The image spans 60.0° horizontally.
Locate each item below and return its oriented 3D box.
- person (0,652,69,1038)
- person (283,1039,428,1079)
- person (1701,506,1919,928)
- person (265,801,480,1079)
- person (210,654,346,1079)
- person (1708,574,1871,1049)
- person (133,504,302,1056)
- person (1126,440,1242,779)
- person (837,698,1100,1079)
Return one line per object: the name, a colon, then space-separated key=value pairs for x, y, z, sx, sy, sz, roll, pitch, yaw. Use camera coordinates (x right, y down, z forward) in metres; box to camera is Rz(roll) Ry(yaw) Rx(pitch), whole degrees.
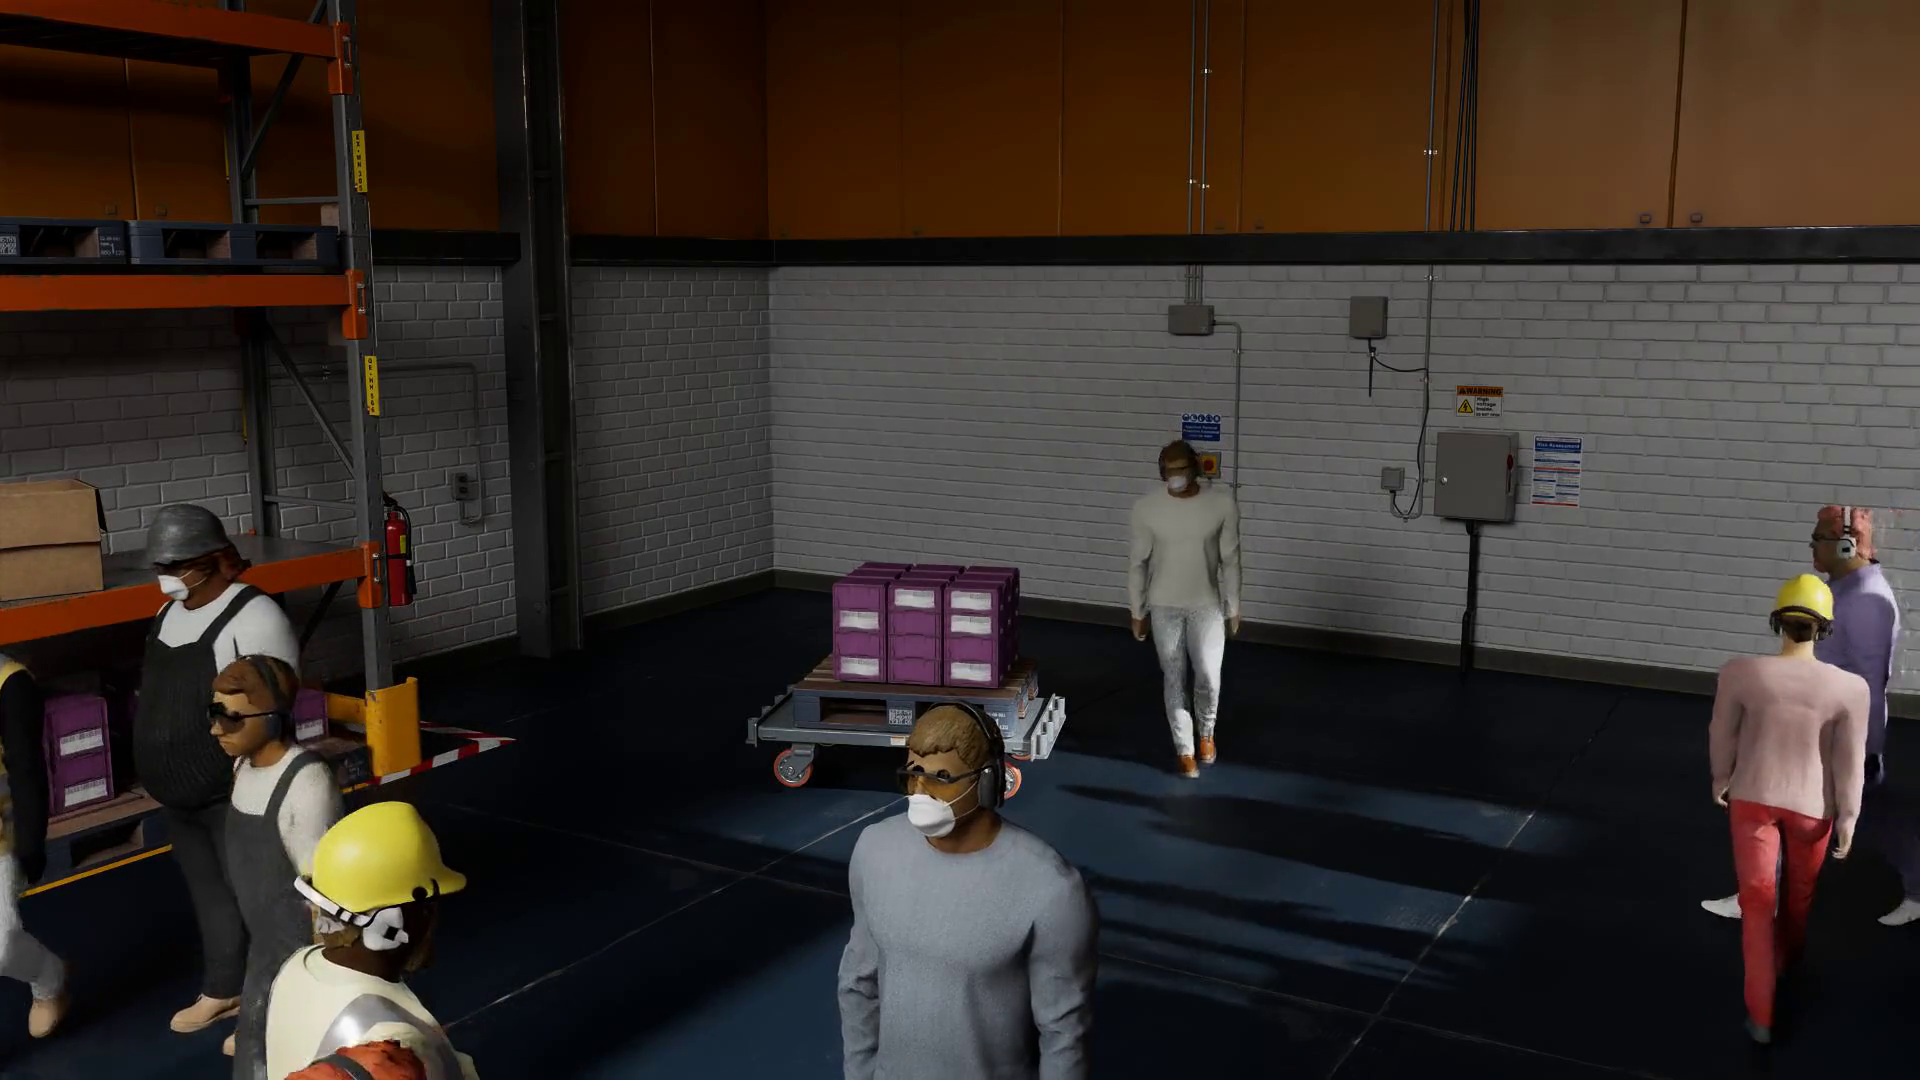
person: x=-3.446 y=1.018 z=5.744 sx=0.632 sy=1.823 sz=0.640 roll=0 pitch=9 yaw=-1
person: x=-0.725 y=1.553 z=2.292 sx=0.588 sy=1.862 sz=0.772 roll=8 pitch=12 yaw=40
person: x=3.842 y=0.772 z=7.178 sx=0.985 sy=1.865 sz=0.660 roll=4 pitch=10 yaw=23
person: x=-1.122 y=1.409 z=3.284 sx=0.404 sy=1.827 sz=0.602 roll=-7 pitch=12 yaw=-38
person: x=-1.846 y=1.177 z=4.835 sx=0.504 sy=1.812 sz=0.857 roll=7 pitch=11 yaw=35
person: x=3.114 y=0.976 z=6.318 sx=0.528 sy=1.716 sz=0.908 roll=4 pitch=10 yaw=22
person: x=-2.754 y=0.850 z=6.116 sx=0.686 sy=2.000 sz=0.535 roll=5 pitch=10 yaw=30
person: x=1.253 y=0.394 z=9.346 sx=0.646 sy=1.917 sz=0.438 roll=1 pitch=9 yaw=7
person: x=-0.006 y=1.293 z=3.670 sx=0.629 sy=1.940 sz=0.373 roll=5 pitch=11 yaw=31
